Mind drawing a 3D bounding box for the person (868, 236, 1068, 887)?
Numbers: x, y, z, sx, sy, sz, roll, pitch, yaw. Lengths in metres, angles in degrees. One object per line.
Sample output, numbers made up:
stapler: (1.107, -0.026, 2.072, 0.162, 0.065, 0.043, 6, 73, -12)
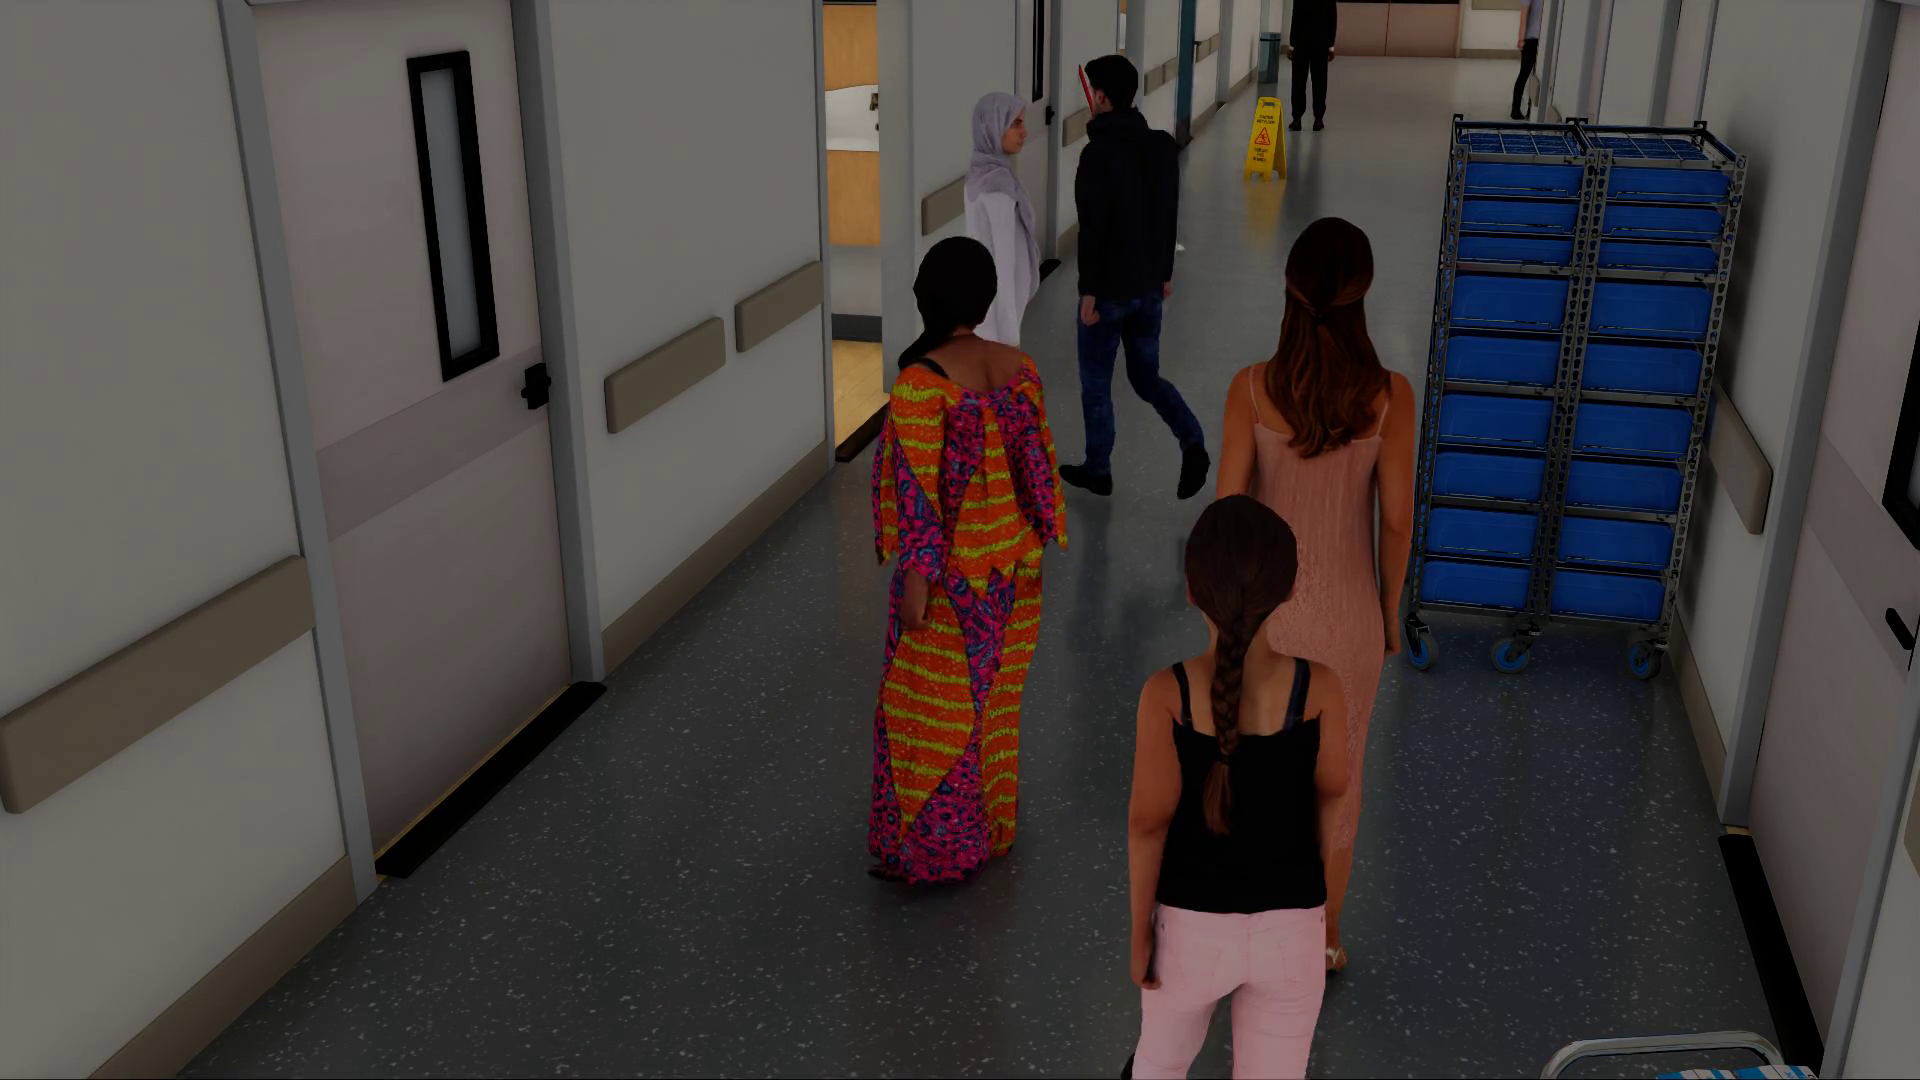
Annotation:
person: (-0.014, 0.065, 4.295, 0.983, 1.649, 0.806, 11, 23, 26)

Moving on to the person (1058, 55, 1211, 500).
person: (0.740, -1.011, 6.857, 1.121, 1.862, 1.137, -15, 25, -34)

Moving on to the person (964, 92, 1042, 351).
person: (0.125, -0.799, 6.560, 0.743, 1.674, 0.610, -3, 21, -8)

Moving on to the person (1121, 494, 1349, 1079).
person: (0.474, 0.717, 2.771, 0.659, 1.523, 1.009, 1, 21, 4)

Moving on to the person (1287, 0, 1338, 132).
person: (4.068, -5.724, 19.241, 0.734, 1.904, 0.669, 2, 21, 5)

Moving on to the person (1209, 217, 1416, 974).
person: (0.761, 0.195, 3.716, 0.583, 1.832, 0.509, 4, 21, 11)

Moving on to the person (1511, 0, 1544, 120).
person: (7.043, -6.106, 20.308, 0.746, 1.863, 0.736, -6, 22, -16)
